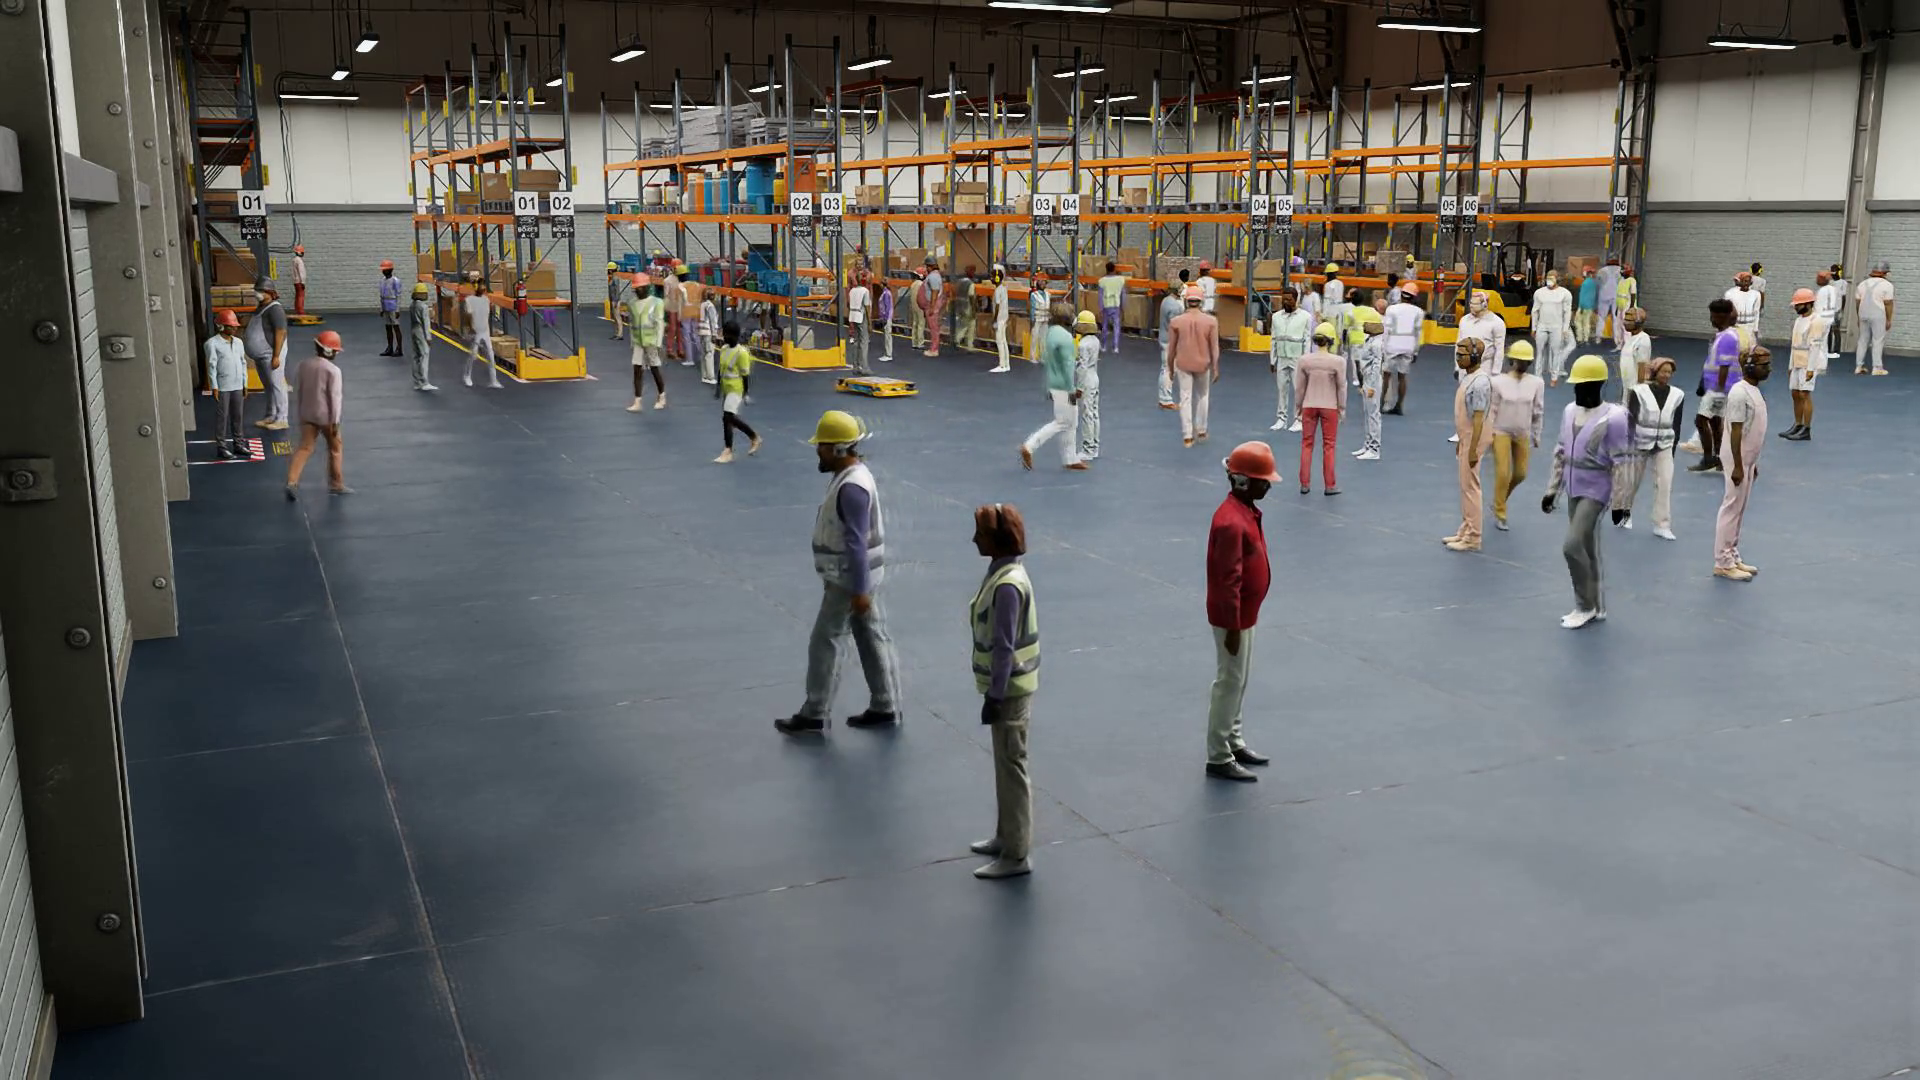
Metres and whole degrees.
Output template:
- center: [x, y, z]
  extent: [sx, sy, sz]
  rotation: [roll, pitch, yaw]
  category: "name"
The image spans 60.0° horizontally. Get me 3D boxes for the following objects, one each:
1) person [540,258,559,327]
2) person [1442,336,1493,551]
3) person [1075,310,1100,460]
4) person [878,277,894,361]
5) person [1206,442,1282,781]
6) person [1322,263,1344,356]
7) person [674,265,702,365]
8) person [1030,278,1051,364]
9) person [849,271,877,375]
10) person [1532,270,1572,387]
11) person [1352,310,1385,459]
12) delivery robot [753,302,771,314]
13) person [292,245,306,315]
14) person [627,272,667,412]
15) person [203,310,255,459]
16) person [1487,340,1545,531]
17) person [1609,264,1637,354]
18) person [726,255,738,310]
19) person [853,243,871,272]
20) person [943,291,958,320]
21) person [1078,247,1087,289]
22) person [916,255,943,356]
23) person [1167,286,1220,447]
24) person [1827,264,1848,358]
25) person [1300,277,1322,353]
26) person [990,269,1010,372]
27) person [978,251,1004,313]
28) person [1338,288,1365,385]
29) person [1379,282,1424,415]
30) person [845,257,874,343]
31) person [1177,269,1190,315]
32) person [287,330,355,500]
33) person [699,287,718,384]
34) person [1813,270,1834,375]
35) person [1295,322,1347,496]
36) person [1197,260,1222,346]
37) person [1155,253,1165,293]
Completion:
- center: [-10.484, -6.279, 42.204]
  extent: [0.627, 1.742, 0.379]
  rotation: [-10, 15, -42]
  category: "person"
- center: [4.357, -0.817, 14.213]
  extent: [0.337, 1.838, 0.510]
  rotation: [2, 11, 8]
  category: "person"
- center: [1.469, -1.811, 19.492]
  extent: [0.295, 1.744, 0.484]
  rotation: [5, 12, 23]
  category: "person"
- center: [-1.448, -4.315, 32.481]
  extent: [0.309, 1.641, 0.512]
  rotation: [-1, 11, -6]
  category: "person"
- center: [1.439, 0.360, 8.479]
  extent: [0.355, 1.738, 0.574]
  rotation: [4, 12, 18]
  category: "person"
- center: [7.114, -4.339, 31.886]
  extent: [0.386, 1.923, 0.593]
  rotation: [9, 14, 39]
  category: "person"
- center: [-5.146, -4.243, 31.455]
  extent: [0.538, 1.899, 0.610]
  rotation: [10, 15, 40]
  category: "person"
- center: [1.546, -4.199, 31.892]
  extent: [0.520, 1.639, 0.312]
  rotation: [-10, 15, -41]
  category: "person"
- center: [-1.761, -3.852, 29.592]
  extent: [0.389, 1.850, 0.567]
  rotation: [-9, 14, -37]
  category: "person"
- center: [9.794, -3.504, 27.600]
  extent: [0.629, 1.939, 0.371]
  rotation: [8, 14, 37]
  category: "person"
- center: [4.810, -1.821, 19.545]
  extent: [0.296, 1.745, 0.484]
  rotation: [1, 11, 5]
  category: "person"
- center: [-5.402, -6.367, 45.440]
  extent: [0.477, 0.478, 0.707]
  rotation: [2, 11, 10]
  category: "delivery robot"
- center: [-18.086, -7.069, 45.602]
  extent: [0.407, 1.985, 0.618]
  rotation: [-8, 14, -36]
  category: "person"
- center: [-4.565, -2.883, 24.256]
  extent: [0.634, 2.047, 0.632]
  rotation: [4, 12, 20]
  category: "person"
- center: [-8.605, -1.833, 19.609]
  extent: [0.349, 1.743, 0.563]
  rotation: [4, 12, 21]
  category: "person"
- center: [5.055, -0.980, 15.278]
  extent: [0.522, 1.747, 0.617]
  rotation: [0, 11, 1]
  category: "person"
- center: [13.627, -4.729, 34.059]
  extent: [0.375, 1.843, 0.575]
  rotation: [-1, 11, -6]
  category: "person"
- center: [-6.807, -7.672, 49.589]
  extent: [0.280, 1.625, 0.493]
  rotation: [8, 13, 34]
  category: "person"
- center: [-2.800, -7.543, 47.964]
  extent: [0.705, 1.991, 0.851]
  rotation: [-5, 12, -26]
  category: "person"
- center: [-0.294, -6.897, 44.924]
  extent: [0.643, 1.910, 0.400]
  rotation: [4, 12, 20]
  category: "person"
- center: [3.584, -7.774, 49.458]
  extent: [0.359, 1.880, 0.575]
  rotation: [-7, 13, -33]
  category: "person"
- center: [-0.611, -4.740, 33.620]
  extent: [0.538, 2.000, 0.689]
  rotation: [0, 11, 2]
  category: "person"
- center: [2.927, -2.180, 20.806]
  extent: [0.653, 1.955, 0.931]
  rotation: [2, 11, 12]
  category: "person"
- center: [17.408, -4.555, 33.149]
  extent: [0.316, 1.860, 0.513]
  rotation: [-3, 11, -14]
  category: "person"
- center: [5.923, -3.527, 28.062]
  extent: [0.491, 1.811, 0.536]
  rotation: [-3, 12, -16]
  category: "person"
- center: [0.721, -3.989, 30.273]
  extent: [0.331, 1.862, 0.506]
  rotation: [3, 12, 17]
  category: "person"
- center: [0.731, -5.848, 39.281]
  extent: [0.652, 2.027, 0.562]
  rotation: [3, 11, 13]
  category: "person"
- center: [6.579, -3.411, 27.904]
  extent: [0.498, 1.633, 0.284]
  rotation: [9, 14, 39]
  category: "person"
- center: [6.247, -2.715, 23.723]
  extent: [0.655, 1.904, 0.425]
  rotation: [0, 11, 0]
  category: "person"
- center: [-2.223, -5.318, 36.919]
  extent: [0.638, 1.902, 0.406]
  rotation: [-4, 12, -18]
  category: "person"
- center: [4.736, -4.928, 35.483]
  extent: [0.323, 1.686, 0.538]
  rotation: [-2, 11, -10]
  category: "person"
- center: [-6.501, -1.255, 16.773]
  extent: [0.613, 1.706, 0.762]
  rotation: [5, 12, 22]
  category: "person"
- center: [-4.242, -3.450, 28.093]
  extent: [0.315, 1.638, 0.515]
  rotation: [-5, 12, -26]
  category: "person"
- center: [15.407, -3.881, 29.697]
  extent: [0.350, 1.871, 0.666]
  rotation: [10, 15, 41]
  category: "person"
- center: [3.704, -1.341, 17.054]
  extent: [0.533, 1.765, 0.329]
  rotation: [6, 13, 28]
  category: "person"
- center: [5.108, -4.779, 34.141]
  extent: [0.555, 1.919, 0.690]
  rotation: [-11, 15, -43]
  category: "person"
- center: [5.560, -7.100, 46.320]
  extent: [0.328, 1.765, 0.528]
  rotation: [1, 11, 6]
  category: "person"
